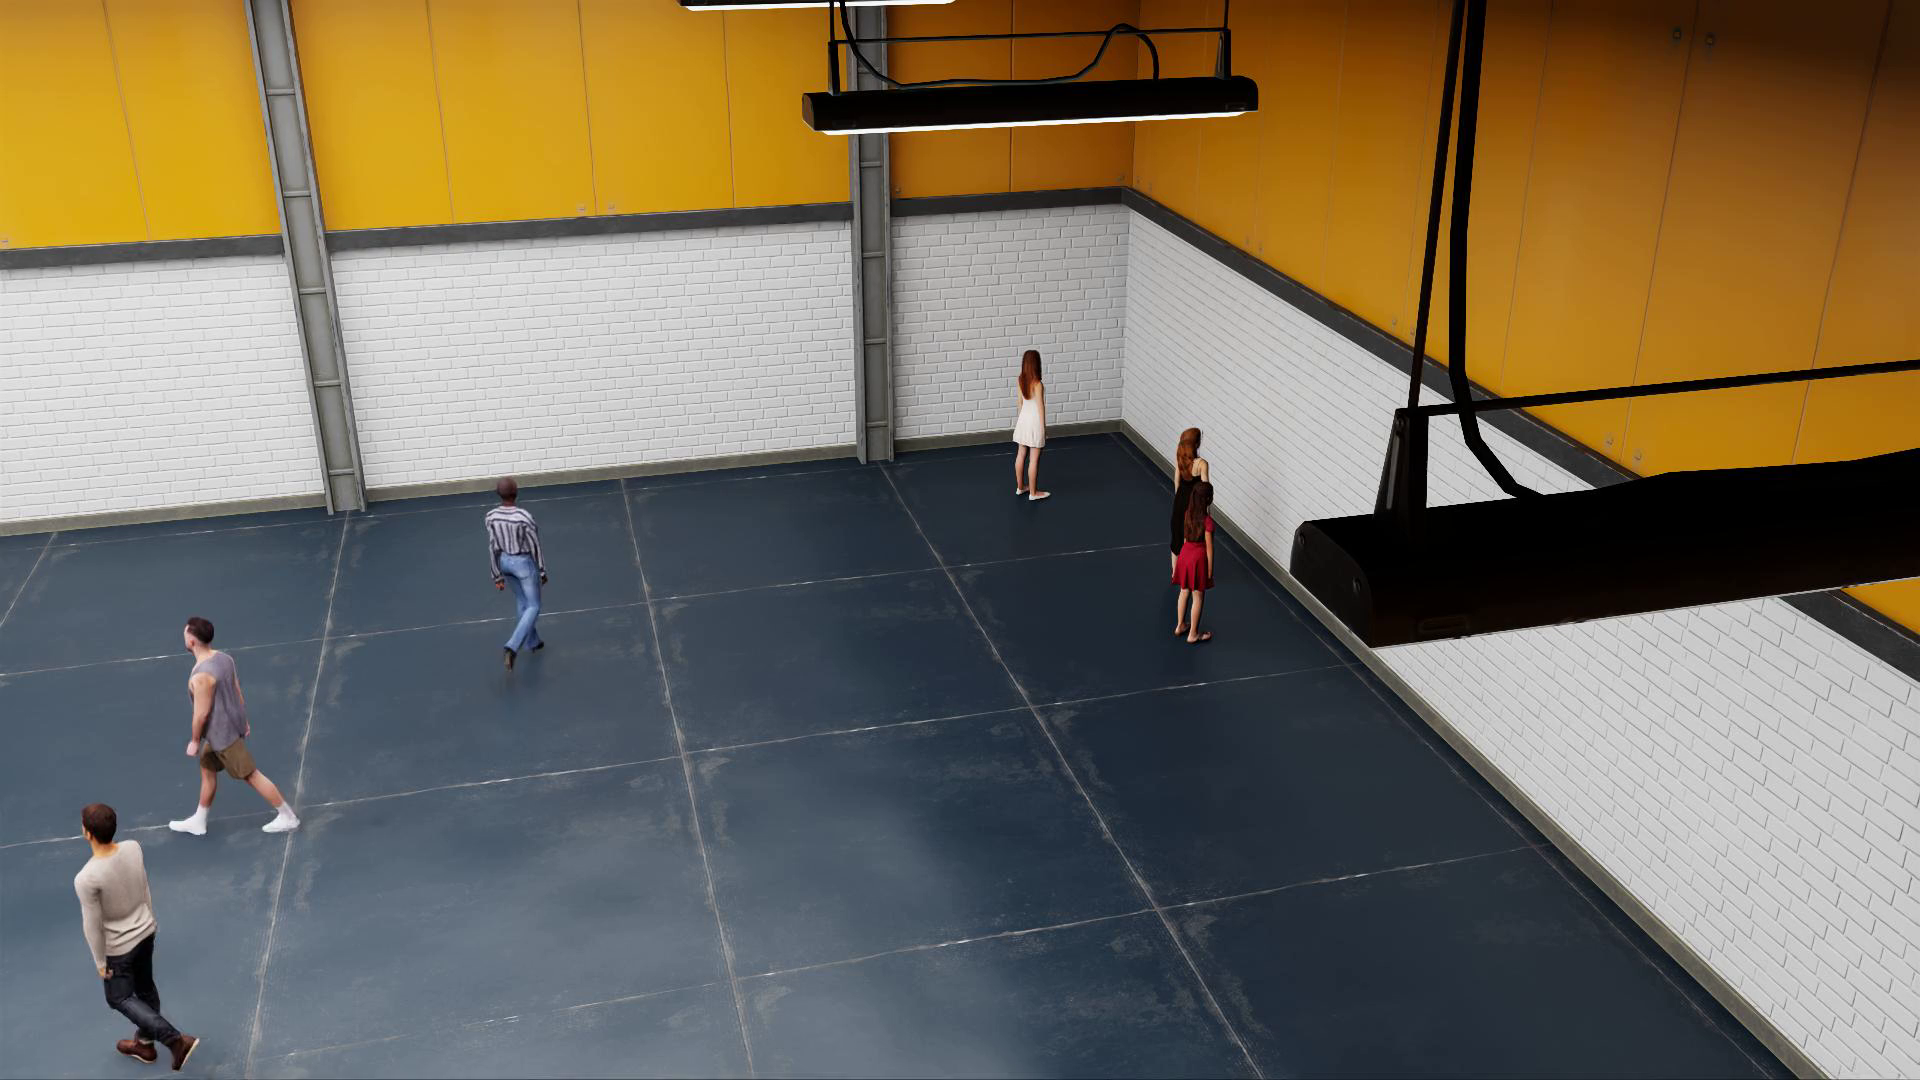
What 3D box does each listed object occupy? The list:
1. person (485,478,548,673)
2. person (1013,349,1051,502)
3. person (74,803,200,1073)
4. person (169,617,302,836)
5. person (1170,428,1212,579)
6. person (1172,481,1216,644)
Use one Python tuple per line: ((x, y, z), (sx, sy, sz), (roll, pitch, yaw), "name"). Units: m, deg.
((-3.922, 0.333, 14.699), (1.072, 1.770, 1.028), (6, 24, 14), "person")
((0.786, -1.294, 18.494), (0.644, 1.711, 0.631), (-17, 29, -34), "person")
((-4.895, 2.396, 9.877), (1.079, 1.853, 0.960), (8, 25, 18), "person")
((-5.368, 1.450, 12.317), (1.228, 1.787, 0.734), (-2, 24, -5), "person")
((2.270, -0.348, 16.438), (0.702, 1.625, 0.664), (-21, 31, -40), "person")
((2.166, 0.186, 15.310), (0.705, 1.551, 0.644), (-17, 29, -34), "person")
